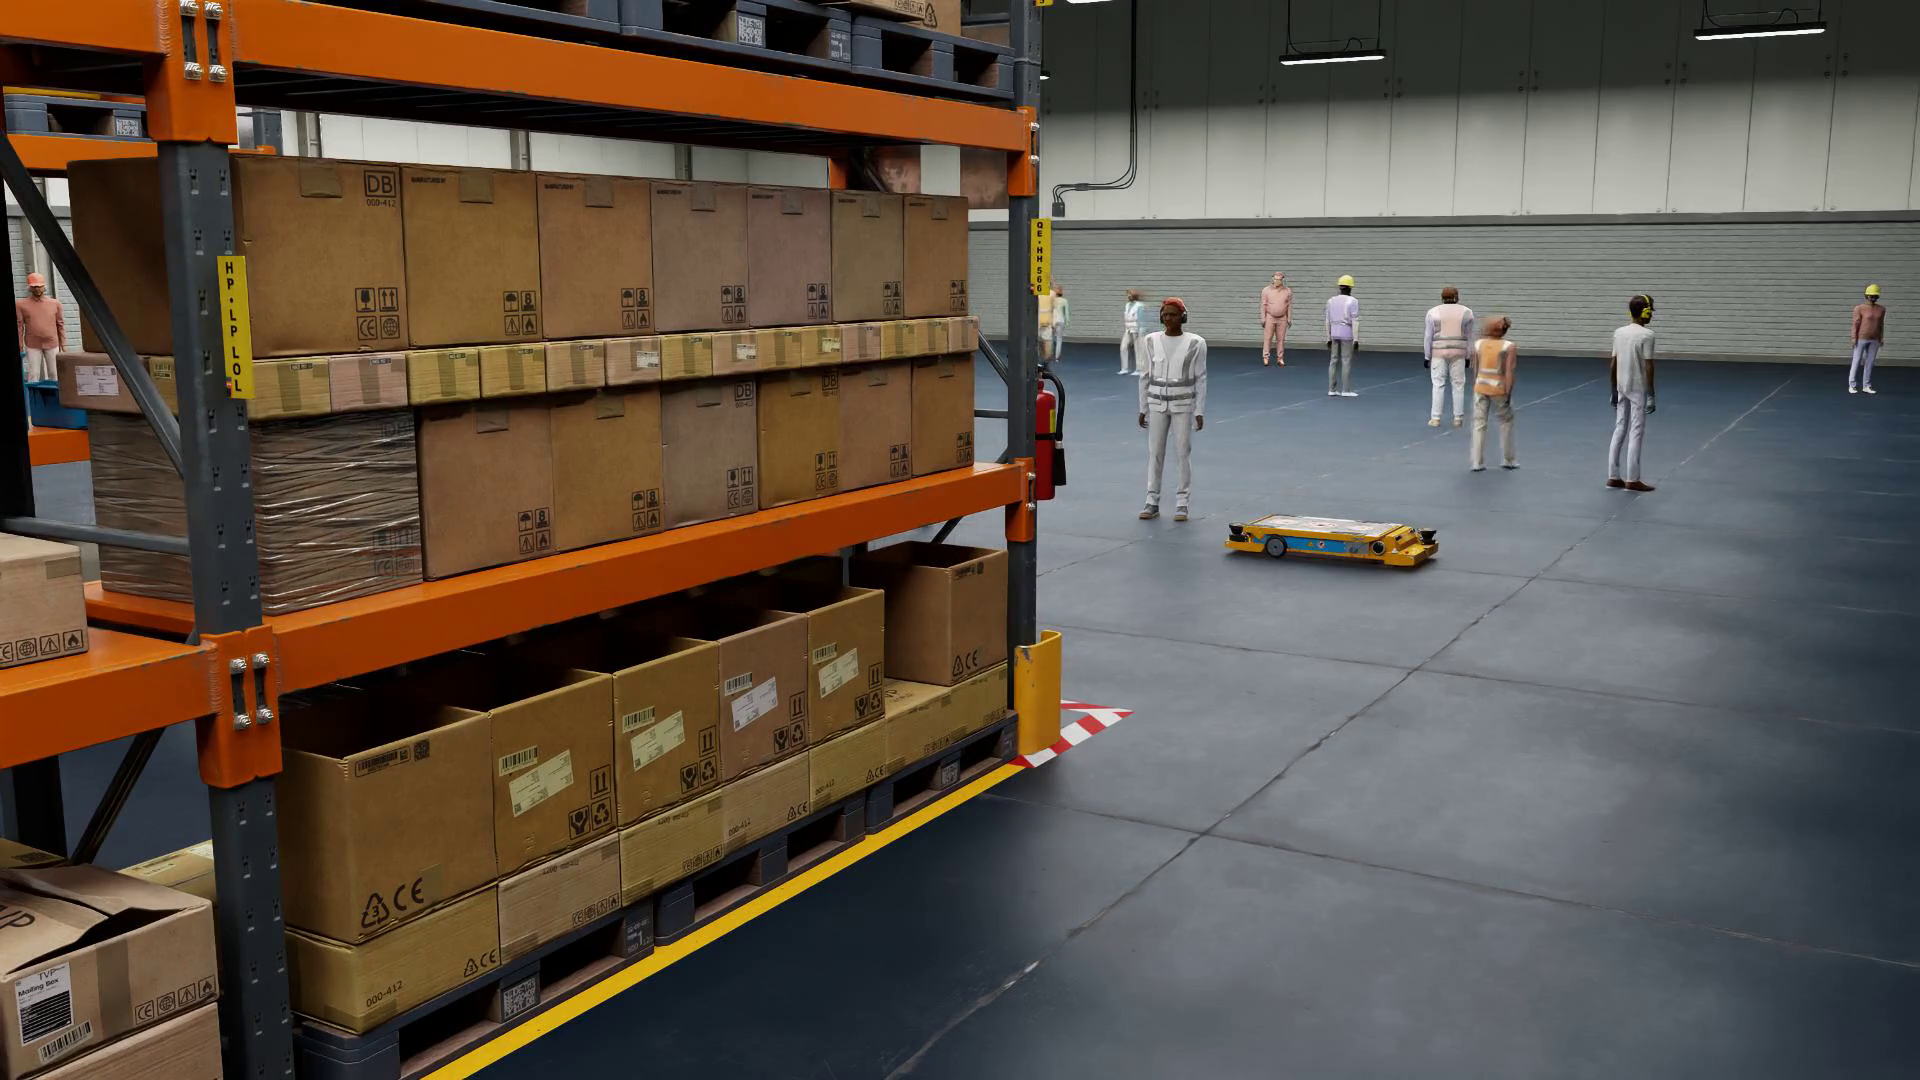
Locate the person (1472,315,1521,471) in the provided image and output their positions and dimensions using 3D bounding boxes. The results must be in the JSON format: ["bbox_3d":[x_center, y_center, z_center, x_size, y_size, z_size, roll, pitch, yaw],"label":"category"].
[{"bbox_3d":[5.594,-1.526,17.325,0.706,1.613,0.520,-9,13,-43],"label":"person"}]

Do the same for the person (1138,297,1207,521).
[{"bbox_3d":[1.784,-1.102,14.052,0.573,1.883,0.356,4,10,22],"label":"person"}]

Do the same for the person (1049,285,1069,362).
[{"bbox_3d":[2.049,-4.608,35.393,0.532,1.592,0.809,0,10,-2],"label":"person"}]

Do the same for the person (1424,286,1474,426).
[{"bbox_3d":[6.389,-2.401,21.795,0.624,1.841,0.430,1,10,8],"label":"person"}]

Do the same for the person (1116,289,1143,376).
[{"bbox_3d":[3.156,-3.850,30.887,0.606,1.615,0.539,-6,11,-30],"label":"person"}]

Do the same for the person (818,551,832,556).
[{"bbox_3d":[-0.892,-0.178,9.026,0.736,1.737,0.553,5,11,26],"label":"person"}]

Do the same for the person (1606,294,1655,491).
[{"bbox_3d":[6.404,-1.394,15.817,0.309,1.864,0.535,-4,10,-22],"label":"person"}]

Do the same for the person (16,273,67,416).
[{"bbox_3d":[-12.813,-2.723,23.217,0.623,1.992,0.397,-7,12,-35],"label":"person"}]

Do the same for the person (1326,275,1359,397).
[{"bbox_3d":[6.086,-3.229,26.386,0.387,1.922,0.593,-8,13,-39],"label":"person"}]

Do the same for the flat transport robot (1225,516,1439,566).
[{"bbox_3d":[2.767,-0.015,12.398,1.431,0.197,0.652,6,11,30],"label":"flat transport robot"}]

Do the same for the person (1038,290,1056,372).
[{"bbox_3d":[1.584,-4.196,32.074,0.566,1.922,0.464,-3,10,-15],"label":"person"}]

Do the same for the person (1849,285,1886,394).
[{"bbox_3d":[14.739,-3.252,26.984,0.530,1.767,0.328,-1,10,-3],"label":"person"}]

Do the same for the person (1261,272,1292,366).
[{"bbox_3d":[6.418,-4.473,33.740,0.636,1.902,0.406,-1,10,-3],"label":"person"}]
